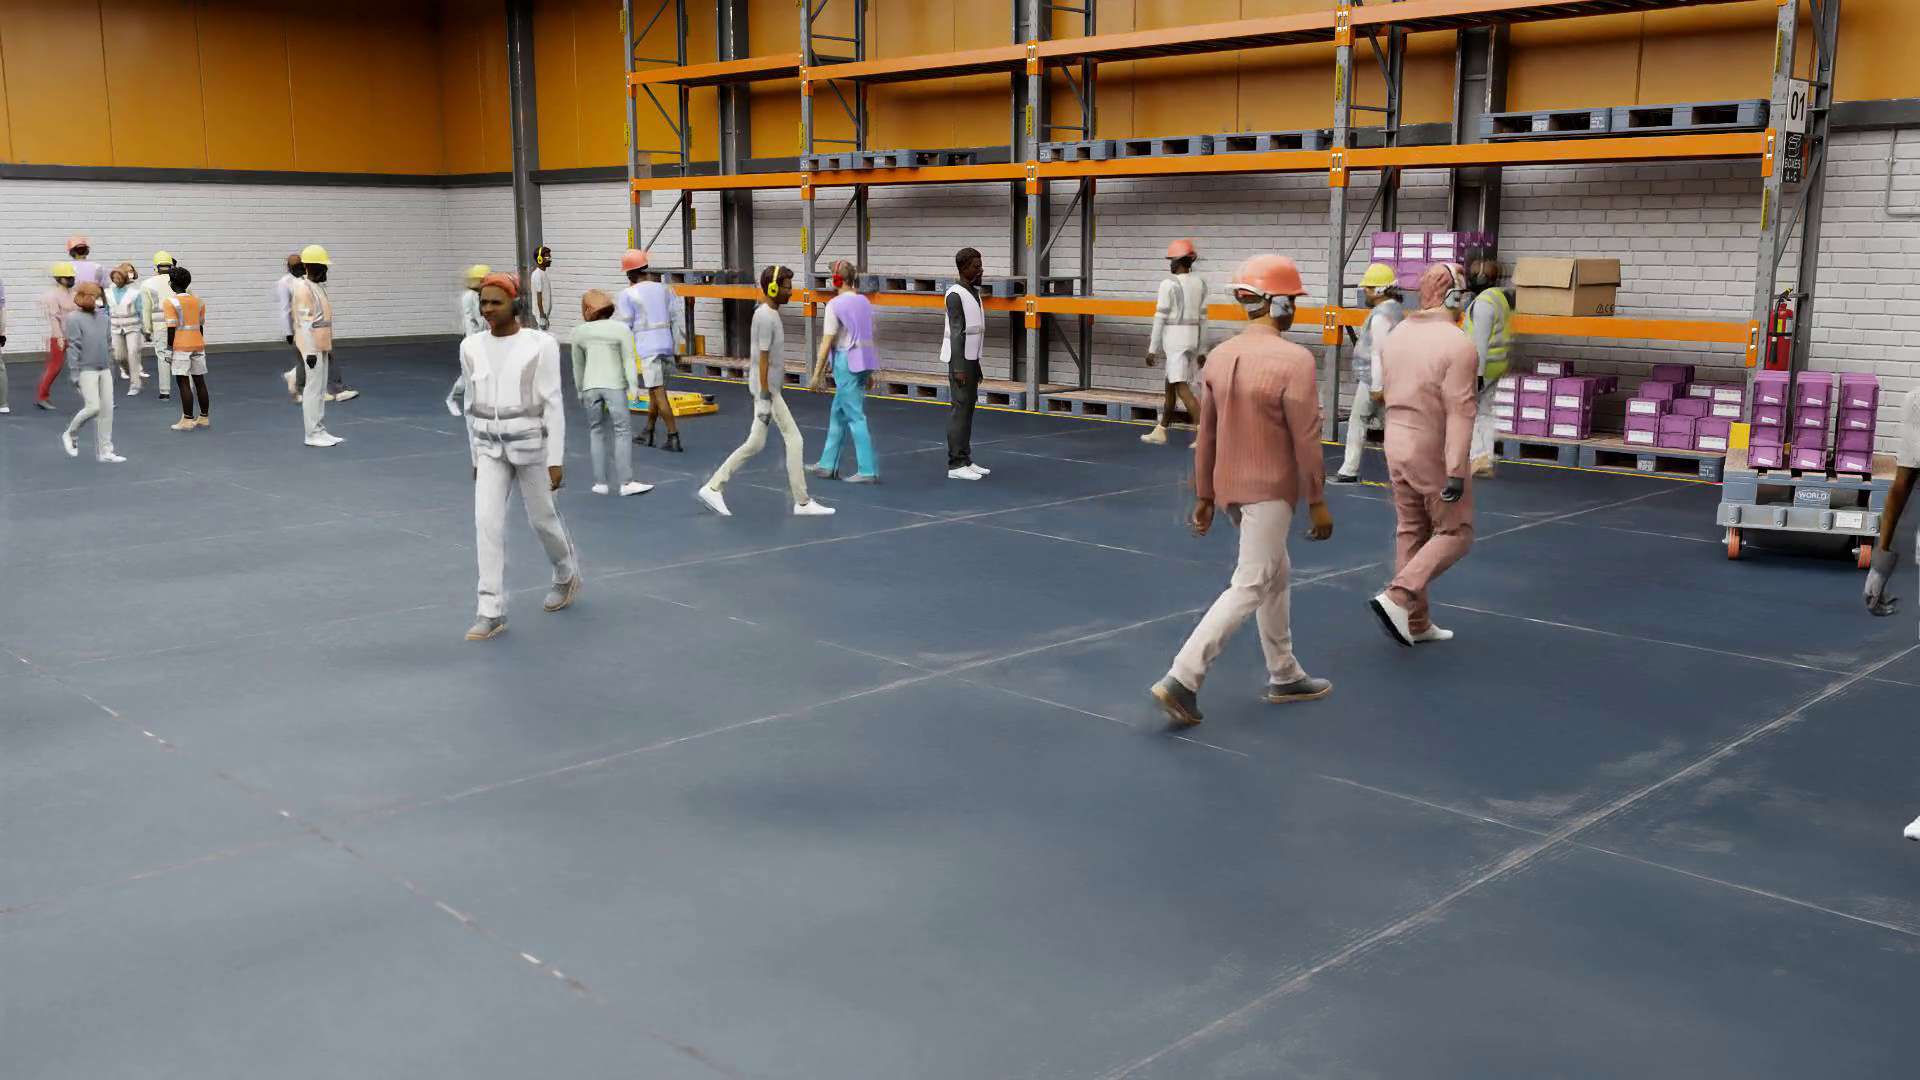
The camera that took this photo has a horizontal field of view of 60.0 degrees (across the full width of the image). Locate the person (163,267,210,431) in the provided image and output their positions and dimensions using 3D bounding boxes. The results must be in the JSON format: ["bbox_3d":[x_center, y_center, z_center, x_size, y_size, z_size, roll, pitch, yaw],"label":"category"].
[{"bbox_3d":[-8.063,-1.986,17.312,0.317,1.696,0.539,3,11,15],"label":"person"}]

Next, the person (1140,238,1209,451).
[{"bbox_3d":[2.112,-1.858,15.797,0.618,2.000,1.024,-10,14,-42],"label":"person"}]

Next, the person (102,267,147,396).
[{"bbox_3d":[-10.584,-2.657,21.168,0.535,1.624,0.539,-1,10,-4],"label":"person"}]

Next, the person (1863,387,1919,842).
[{"bbox_3d":[3.301,0.103,5.479,0.418,1.852,0.563,-7,12,-32],"label":"person"}]

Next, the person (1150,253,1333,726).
[{"bbox_3d":[1.194,-0.207,6.929,0.979,1.958,0.608,-5,12,-27],"label":"person"}]

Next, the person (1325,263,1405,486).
[{"bbox_3d":[3.410,-1.310,13.334,0.838,1.807,0.591,6,12,29],"label":"person"}]

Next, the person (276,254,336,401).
[{"bbox_3d":[-8.059,-2.599,20.366,0.749,1.806,0.647,5,11,24],"label":"person"}]

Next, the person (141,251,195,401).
[{"bbox_3d":[-9.678,-2.612,20.365,0.590,1.830,0.404,-7,13,-34],"label":"person"}]

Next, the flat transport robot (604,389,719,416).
[{"bbox_3d":[-3.516,-1.584,19.012,1.431,0.197,0.652,7,12,33],"label":"flat transport robot"}]

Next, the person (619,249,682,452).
[{"bbox_3d":[-2.947,-1.782,15.679,0.871,1.883,0.571,9,14,40],"label":"person"}]

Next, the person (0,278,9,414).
[{"bbox_3d":[-11.003,-2.356,18.693,0.360,1.930,0.589,4,11,22],"label":"person"}]

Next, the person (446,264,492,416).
[{"bbox_3d":[-5.372,-2.210,18.491,0.816,1.709,0.481,6,12,29],"label":"person"}]

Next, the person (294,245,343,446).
[{"bbox_3d":[-6.186,-1.868,16.039,0.382,1.924,0.594,-1,10,-7],"label":"person"}]

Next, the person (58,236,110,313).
[{"bbox_3d":[-11.881,-3.106,22.592,0.650,1.993,0.967,-8,13,-36],"label":"person"}]

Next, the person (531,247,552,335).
[{"bbox_3d":[-5.628,-3.027,22.521,0.313,1.869,0.538,-2,11,-10],"label":"person"}]

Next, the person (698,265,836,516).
[{"bbox_3d":[-1.431,-1.063,11.976,0.949,1.821,0.531,-2,11,-9],"label":"person"}]

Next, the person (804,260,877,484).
[{"bbox_3d":[-1.023,-1.363,13.587,0.854,1.809,0.590,5,12,26],"label":"person"}]

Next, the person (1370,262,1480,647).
[{"bbox_3d":[2.246,-0.393,8.090,0.528,1.895,0.646,-5,11,-23],"label":"person"}]

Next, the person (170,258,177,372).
[{"bbox_3d":[-11.589,-3.305,24.505,0.535,1.697,0.318,1,10,4],"label":"person"}]

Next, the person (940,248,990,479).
[{"bbox_3d":[0.041,-1.475,13.920,0.393,1.920,0.591,3,11,14],"label":"person"}]

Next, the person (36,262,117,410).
[{"bbox_3d":[-10.343,-2.351,19.256,0.937,1.717,0.527,3,11,15],"label":"person"}]

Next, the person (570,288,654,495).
[{"bbox_3d":[-2.732,-1.159,13.040,0.644,1.604,0.391,2,11,9],"label":"person"}]

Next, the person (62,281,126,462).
[{"bbox_3d":[-7.751,-1.496,14.814,0.448,1.619,0.505,3,11,15],"label":"person"}]

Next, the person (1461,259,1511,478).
[{"bbox_3d":[4.322,-1.414,13.841,0.463,1.823,0.650,6,12,29],"label":"person"}]

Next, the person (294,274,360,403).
[{"bbox_3d":[-7.746,-2.547,20.073,0.779,1.813,0.571,5,12,25],"label":"person"}]

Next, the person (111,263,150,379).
[{"bbox_3d":[-11.790,-3.116,23.645,0.285,1.633,0.501,6,12,30],"label":"person"}]

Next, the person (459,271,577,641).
[{"bbox_3d":[-2.277,-0.464,8.626,0.588,1.851,0.932,2,11,12],"label":"person"}]
